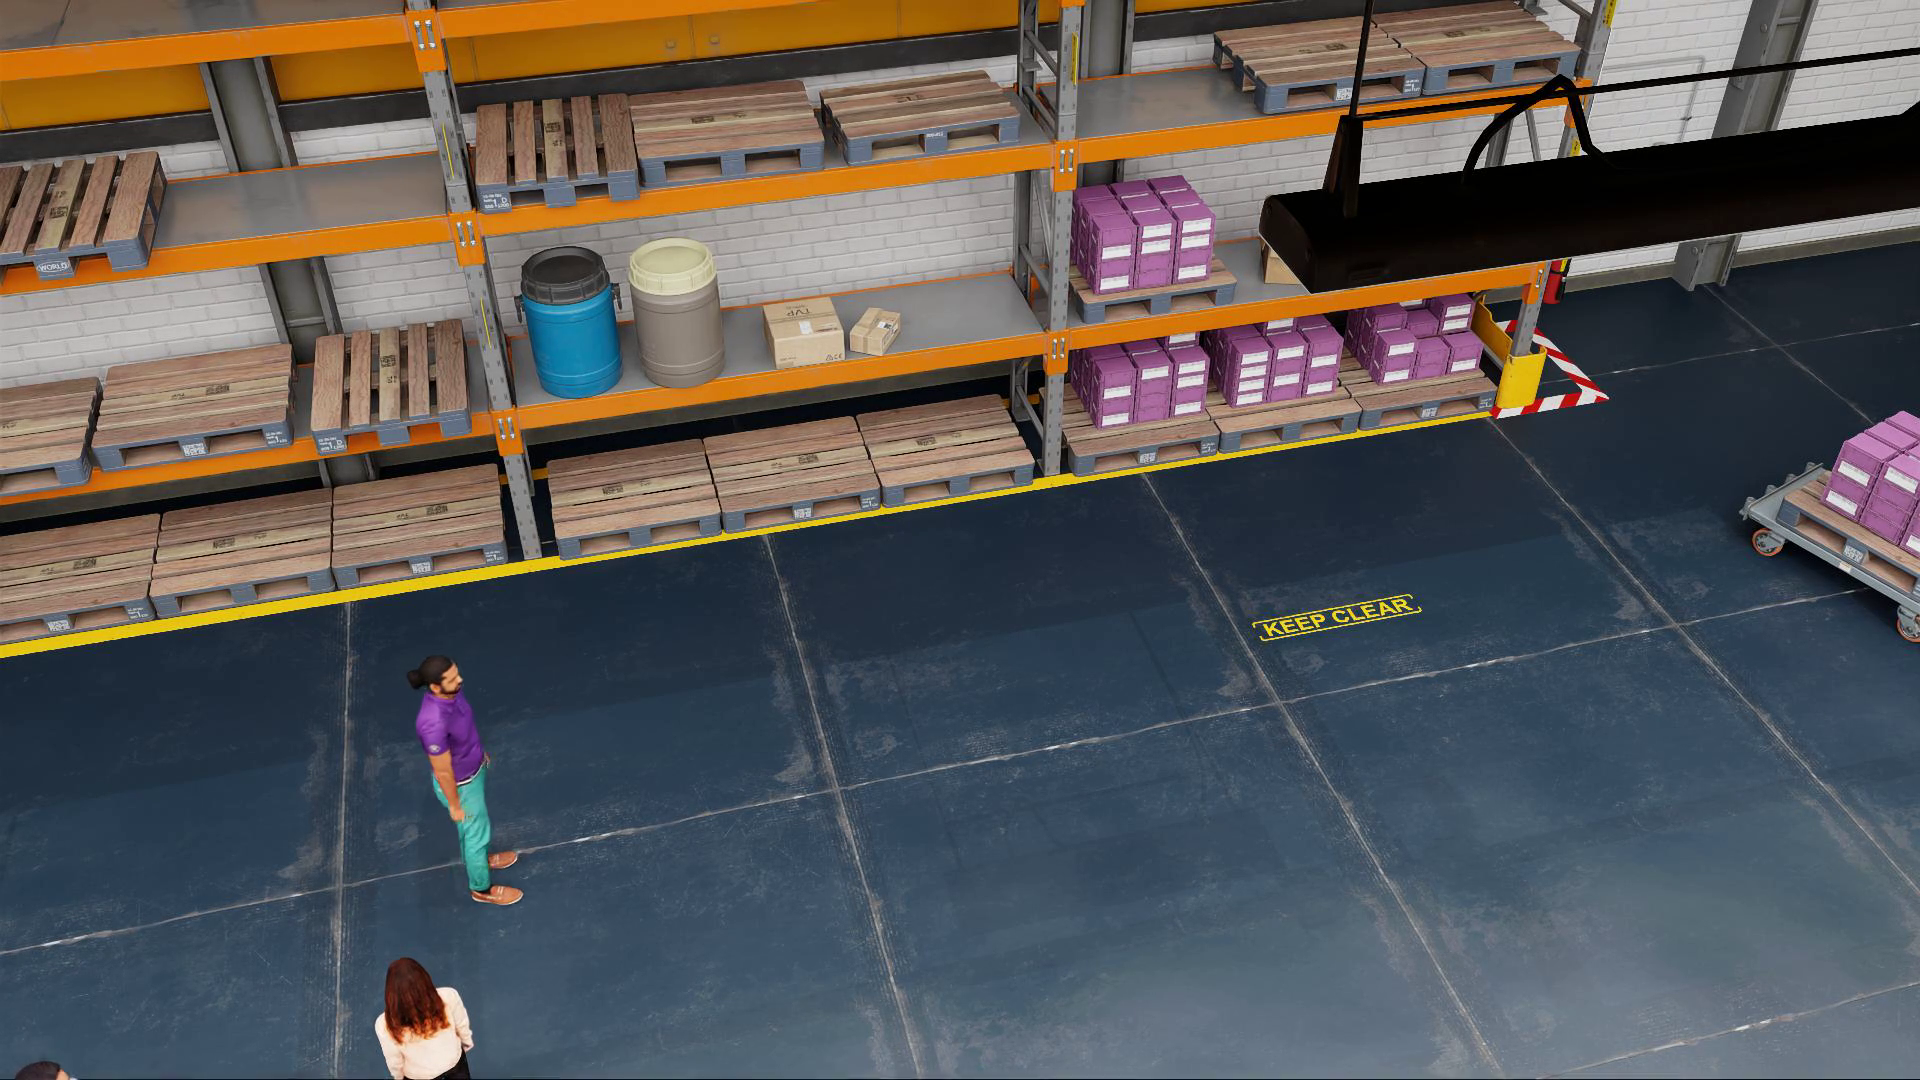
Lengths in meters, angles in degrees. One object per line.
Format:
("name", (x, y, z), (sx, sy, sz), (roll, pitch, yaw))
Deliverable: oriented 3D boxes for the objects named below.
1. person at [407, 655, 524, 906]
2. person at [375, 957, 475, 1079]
("person", (-2.839, 1.327, 9.328), (0.653, 1.767, 0.696), (-4, 39, -5))
("person", (-2.558, 2.518, 8.064), (0.562, 1.484, 0.695), (-24, 45, -27))
